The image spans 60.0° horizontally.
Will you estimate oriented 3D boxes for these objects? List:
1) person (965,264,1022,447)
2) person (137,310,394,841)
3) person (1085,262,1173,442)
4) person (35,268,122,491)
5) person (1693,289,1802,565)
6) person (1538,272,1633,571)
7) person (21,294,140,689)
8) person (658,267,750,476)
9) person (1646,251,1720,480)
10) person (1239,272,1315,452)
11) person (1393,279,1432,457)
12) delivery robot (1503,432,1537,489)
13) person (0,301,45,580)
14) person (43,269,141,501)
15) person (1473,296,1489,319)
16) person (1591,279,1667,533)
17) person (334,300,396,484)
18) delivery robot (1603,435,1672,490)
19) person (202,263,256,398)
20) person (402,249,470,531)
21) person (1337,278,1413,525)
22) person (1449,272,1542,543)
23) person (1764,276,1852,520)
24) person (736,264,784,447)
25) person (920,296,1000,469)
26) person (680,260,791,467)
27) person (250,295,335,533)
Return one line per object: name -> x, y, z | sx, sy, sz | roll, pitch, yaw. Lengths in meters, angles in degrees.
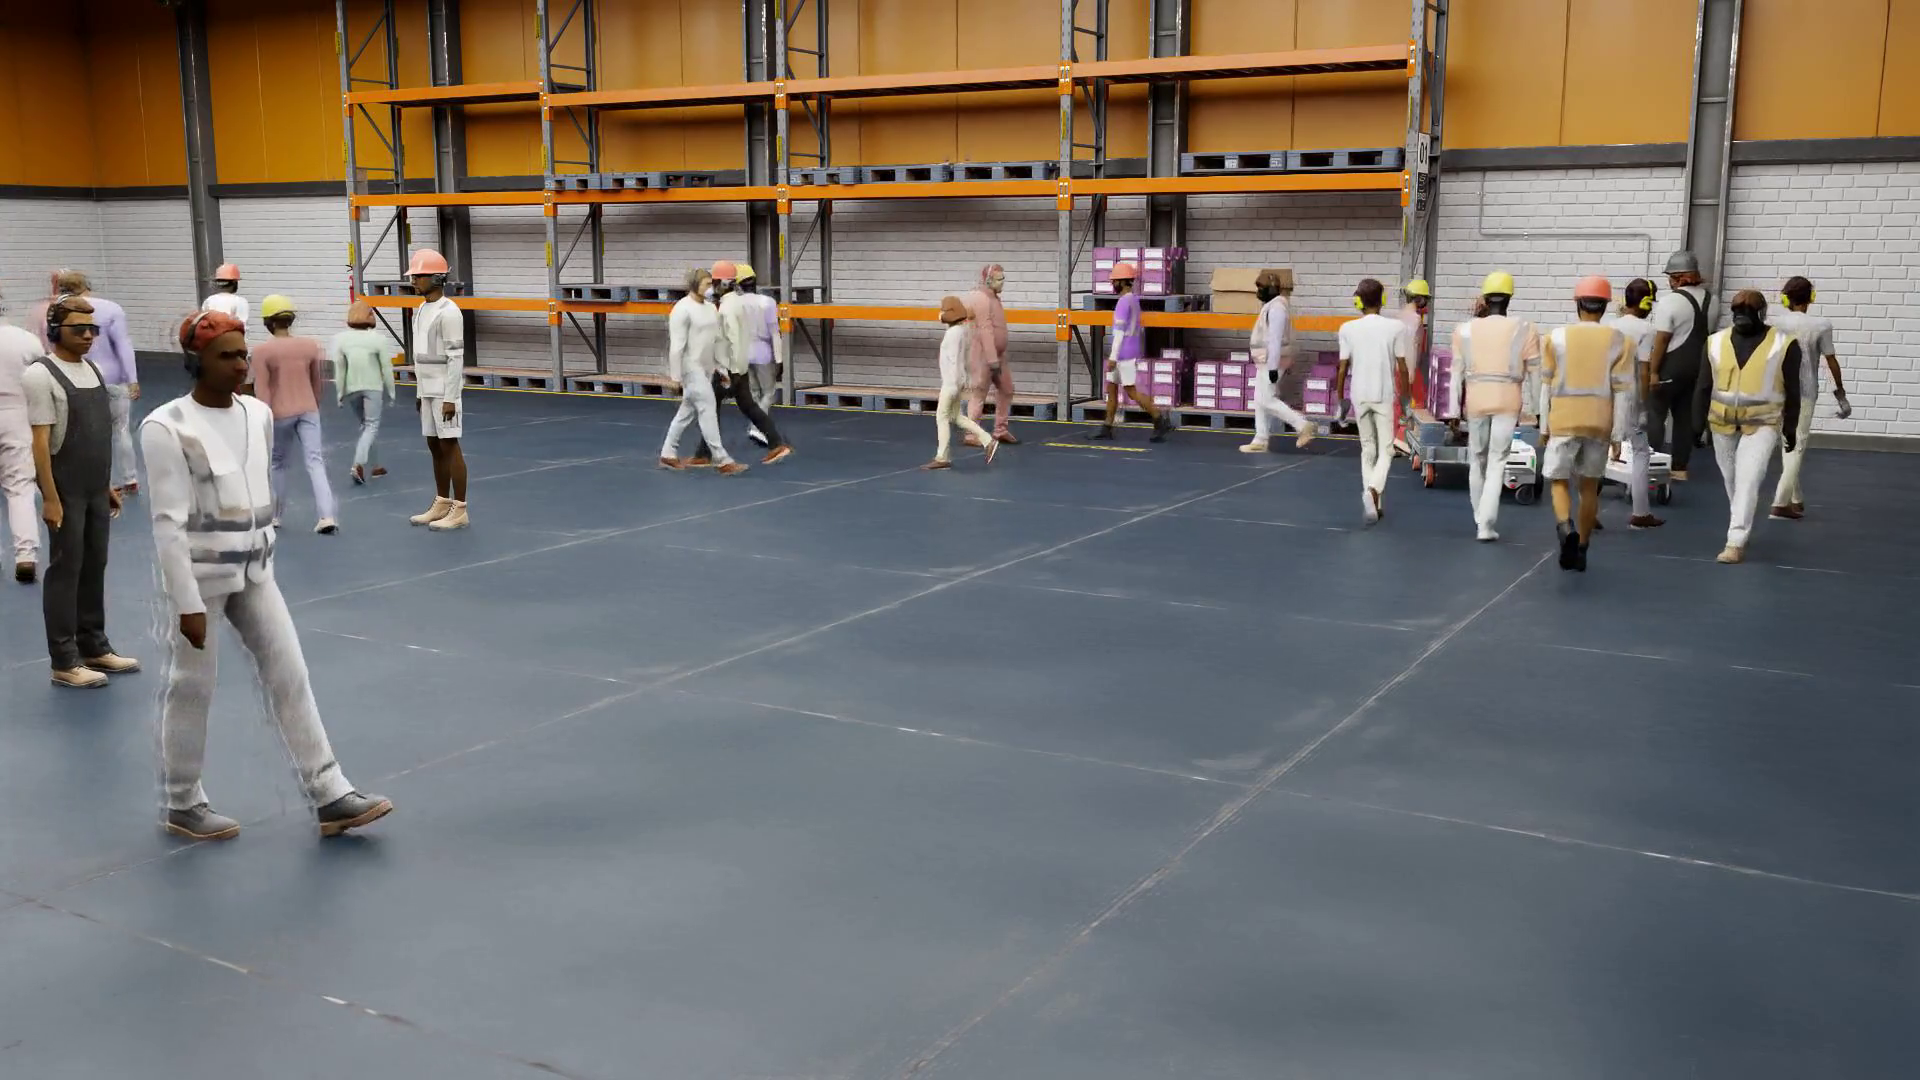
person -> 0.364, -1.877, 17.089 | 0.701, 1.882, 0.648 | 3, 10, 15
person -> -2.416, 0.155, 5.668 | 0.898, 1.843, 0.593 | 4, 11, 21
person -> 1.818, -1.973, 17.568 | 0.910, 1.914, 0.549 | 2, 10, 13
person -> -7.420, -1.305, 13.810 | 0.613, 1.889, 0.658 | -9, 13, -42
person -> 5.251, -0.776, 11.128 | 0.634, 1.791, 0.984 | 9, 13, 42
person -> 3.900, -0.712, 10.404 | 0.535, 1.909, 0.668 | 3, 10, 15
person -> -4.168, -0.231, 7.860 | 0.327, 1.842, 0.511 | 1, 10, 5
person -> -2.384, -1.523, 15.079 | 1.013, 1.895, 0.634 | 3, 11, 19
person -> 6.288, -1.527, 14.641 | 0.697, 2.000, 0.540 | -4, 11, -23
person -> 3.170, -1.748, 16.540 | 0.656, 1.816, 0.646 | 1, 10, 8
person -> 4.407, -1.670, 16.287 | 0.431, 1.748, 0.530 | -1, 10, -8
delivery robot -> 4.511, -0.639, 13.554 | 0.477, 0.478, 0.707 | 3, 11, 17
person -> -6.013, -0.677, 10.388 | 0.649, 1.865, 1.015 | -7, 12, -35
person -> -7.026, -1.257, 13.563 | 0.709, 1.880, 0.838 | -3, 10, -14
person -> 5.085, -1.556, 16.060 | 0.848, 1.592, 0.551 | 7, 12, 33
person -> 4.834, -0.966, 12.070 | 0.837, 1.816, 0.556 | -6, 12, -32
person -> -5.246, -1.309, 14.623 | 0.504, 1.601, 0.808 | 1, 10, 6
delivery robot -> 5.448, -0.627, 13.488 | 0.477, 0.478, 0.707 | -1, 10, -9
person -> -7.827, -2.020, 17.890 | 0.563, 1.878, 1.032 | 2, 10, 11
person -> -3.832, -1.089, 12.156 | 0.375, 2.044, 0.607 | -8, 13, -40
person -> 3.071, -1.020, 12.366 | 0.577, 1.833, 0.702 | 5, 11, 25
person -> 3.834, -0.956, 11.874 | 0.613, 1.878, 0.973 | 6, 12, 31
person -> 6.389, -1.066, 12.609 | 0.580, 1.834, 0.618 | -9, 13, -41
person -> -2.084, -1.879, 17.097 | 0.617, 1.886, 0.508 | 5, 11, 26
person -> 0.000, -1.451, 15.422 | 0.673, 1.613, 0.506 | 1, 10, 5
person -> -2.103, -1.651, 15.622 | 1.009, 1.953, 0.612 | 1, 10, 3
person -> -4.834, -0.906, 12.041 | 0.529, 1.724, 0.897 | -9, 14, -42
